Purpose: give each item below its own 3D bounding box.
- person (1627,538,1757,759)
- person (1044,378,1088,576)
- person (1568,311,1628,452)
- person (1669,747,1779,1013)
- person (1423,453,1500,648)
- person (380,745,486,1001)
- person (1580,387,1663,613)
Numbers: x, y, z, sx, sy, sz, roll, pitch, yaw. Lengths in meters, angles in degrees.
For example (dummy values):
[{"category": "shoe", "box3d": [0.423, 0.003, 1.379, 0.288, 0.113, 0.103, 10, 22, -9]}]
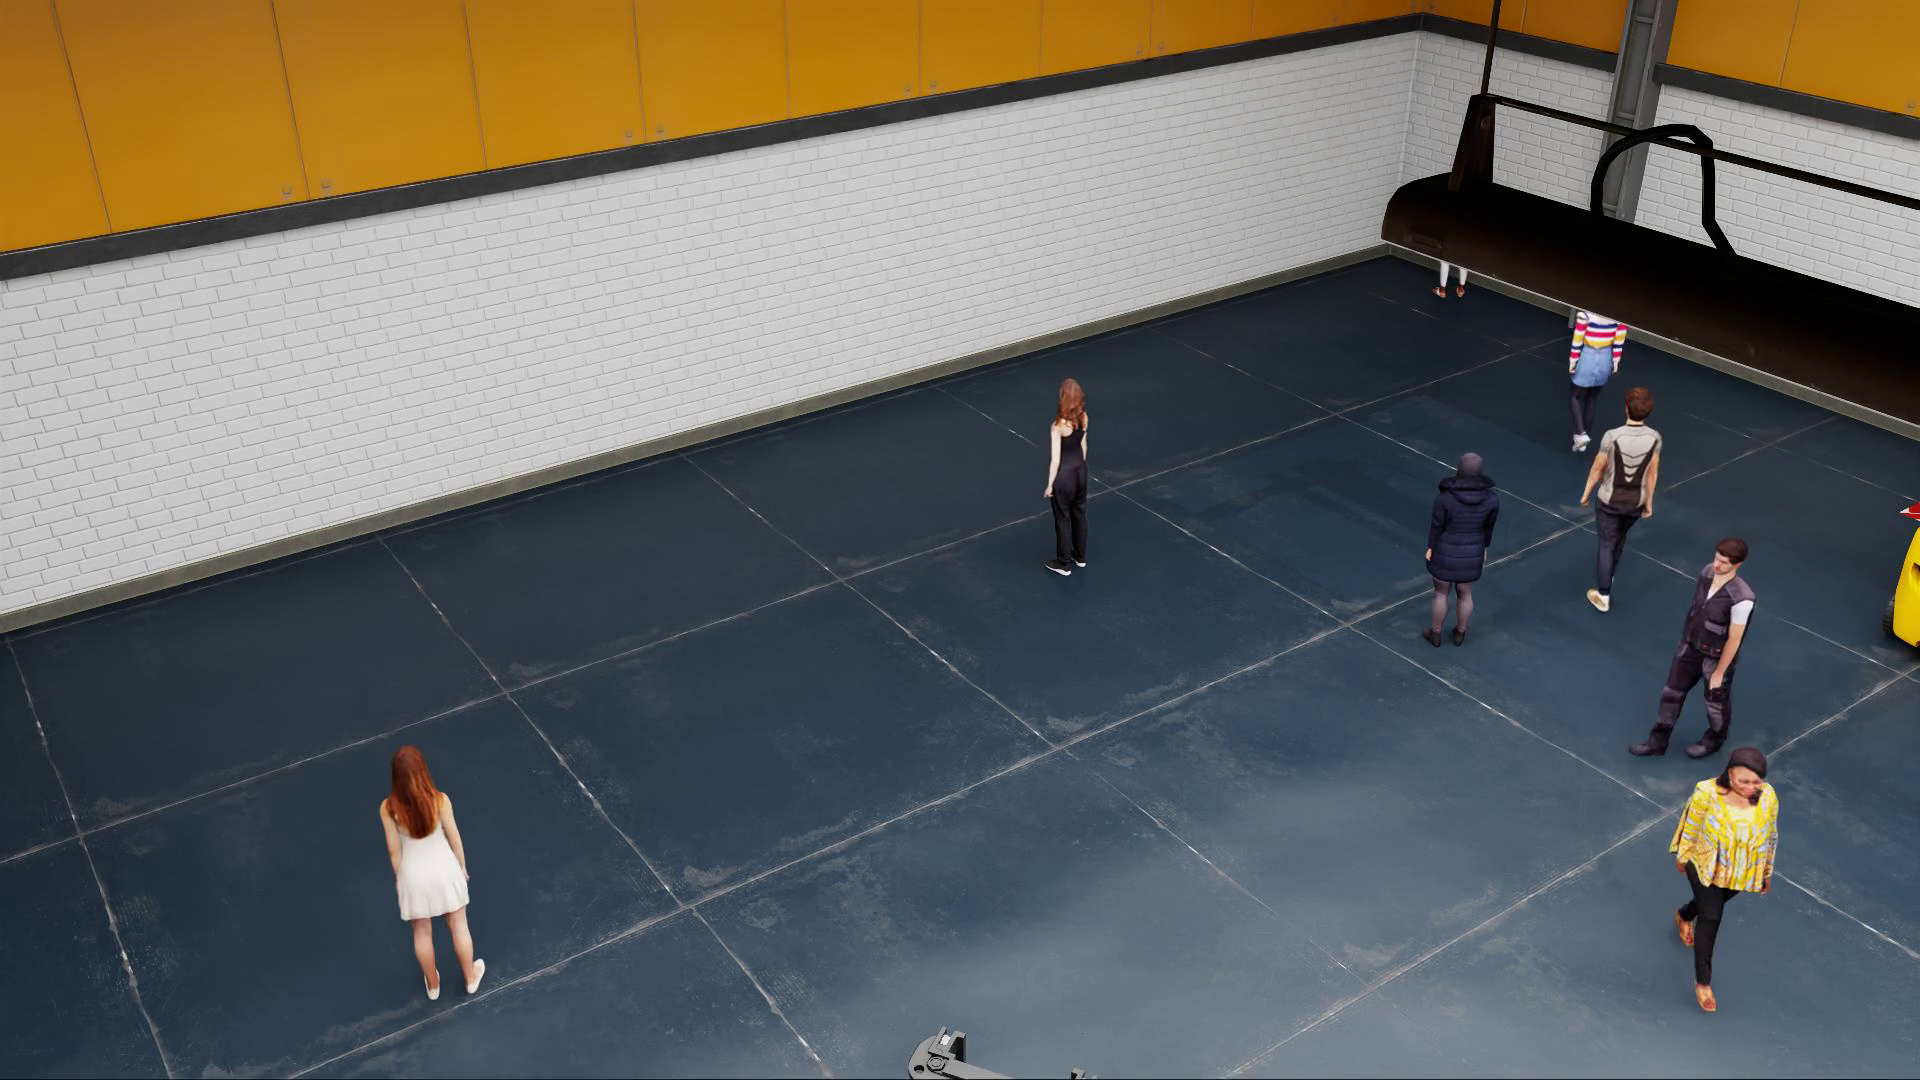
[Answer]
[{"category": "person", "box3d": [5.299, 0.751, 11.575, 0.894, 1.817, 0.974, -9, 30, -16]}, {"category": "person", "box3d": [0.921, -0.537, 14.012, 0.611, 1.746, 0.536, -23, 36, -36]}, {"category": "person", "box3d": [6.111, -1.647, 15.994, 0.910, 1.795, 0.983, 3, 29, 5]}, {"category": "person", "box3d": [4.441, 1.863, 9.747, 1.010, 1.616, 1.151, -2, 29, -3]}, {"category": "person", "box3d": [3.882, 0.075, 12.964, 0.795, 1.674, 0.829, -1, 29, -1]}, {"category": "person", "box3d": [-3.053, 1.913, 9.558, 0.631, 1.710, 0.632, -6, 29, -11]}, {"category": "person", "box3d": [5.360, -0.283, 13.417, 1.000, 1.869, 1.095, 2, 29, 3]}]
